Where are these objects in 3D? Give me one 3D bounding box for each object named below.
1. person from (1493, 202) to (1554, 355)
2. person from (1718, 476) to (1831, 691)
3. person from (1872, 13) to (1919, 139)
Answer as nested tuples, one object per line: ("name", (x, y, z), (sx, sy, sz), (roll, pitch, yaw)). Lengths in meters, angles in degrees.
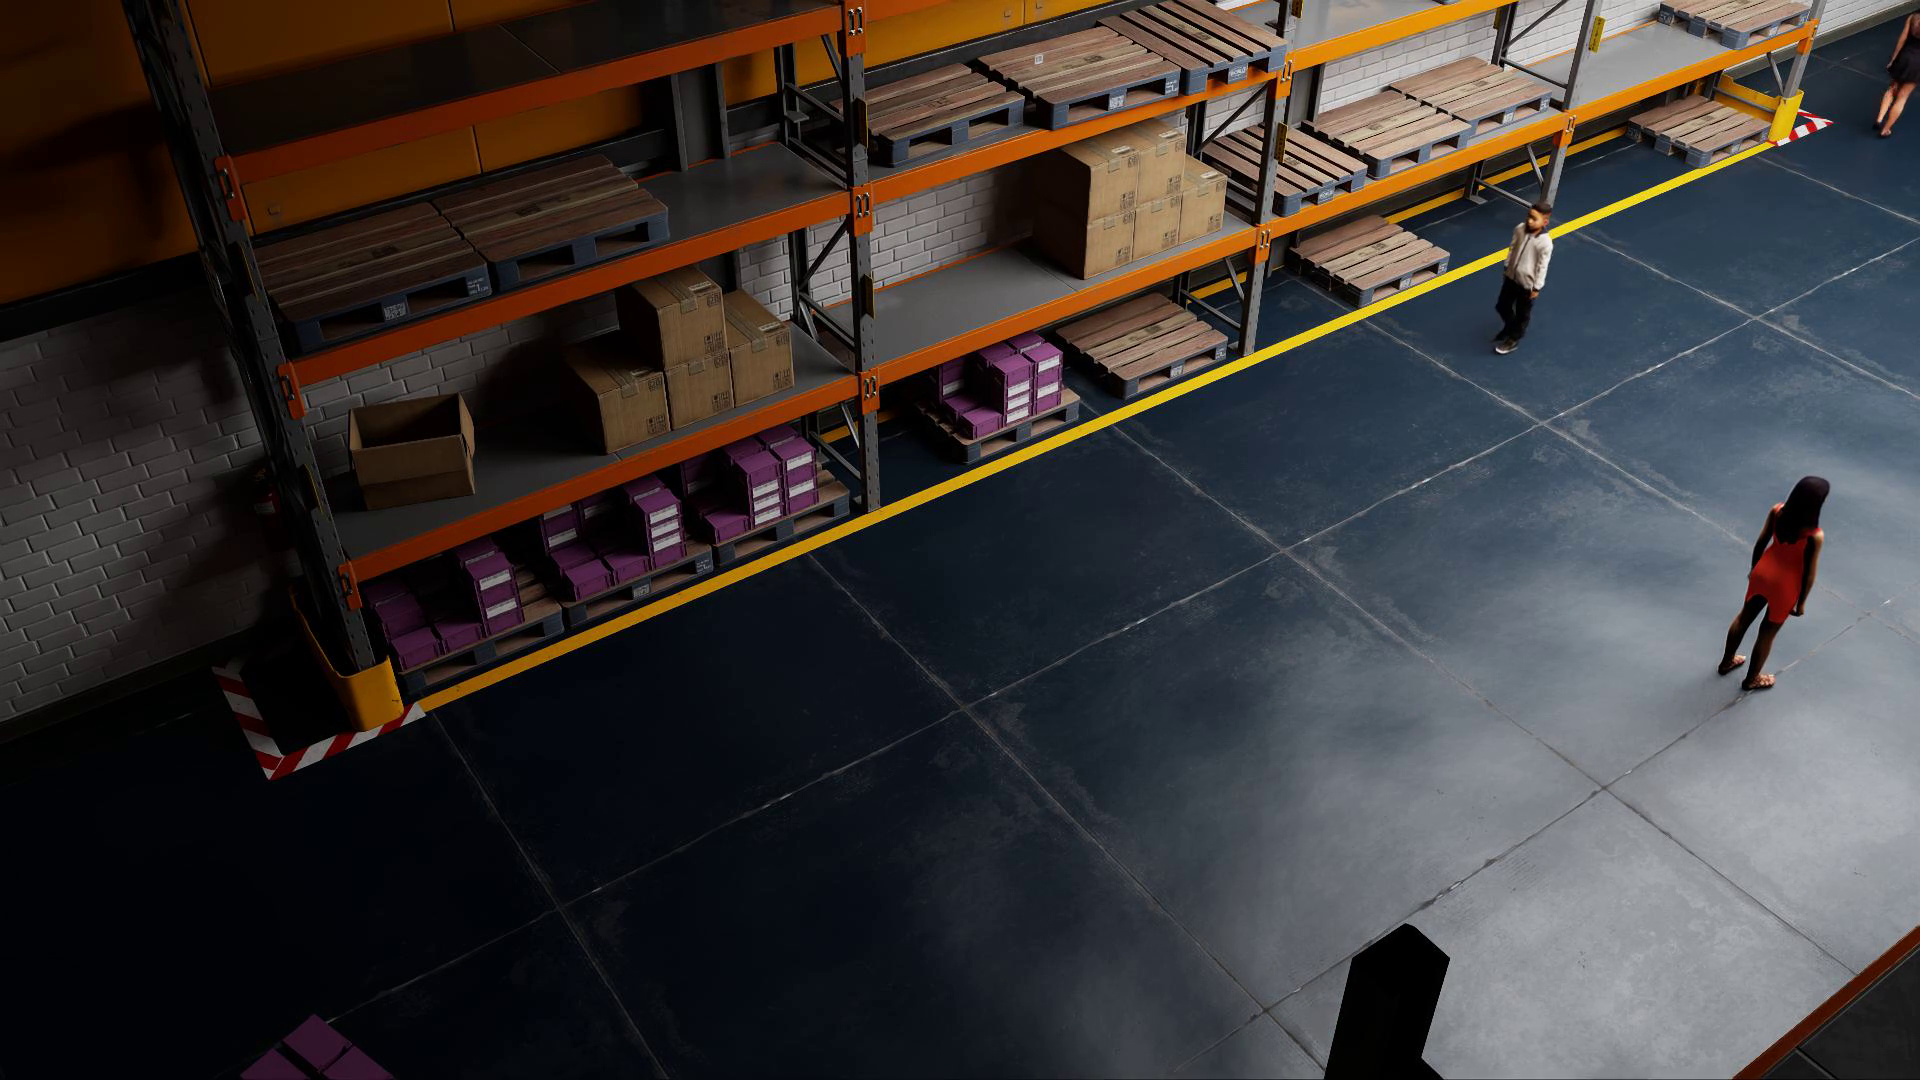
("person", (5.001, -2.326, 14.623), (0.531, 1.451, 0.587), (-23, 44, -26))
("person", (5.470, 0.280, 11.146), (0.540, 1.719, 0.612), (-19, 42, -22))
("person", (10.204, -5.106, 17.929), (0.620, 1.670, 0.604), (-28, 46, -30))
